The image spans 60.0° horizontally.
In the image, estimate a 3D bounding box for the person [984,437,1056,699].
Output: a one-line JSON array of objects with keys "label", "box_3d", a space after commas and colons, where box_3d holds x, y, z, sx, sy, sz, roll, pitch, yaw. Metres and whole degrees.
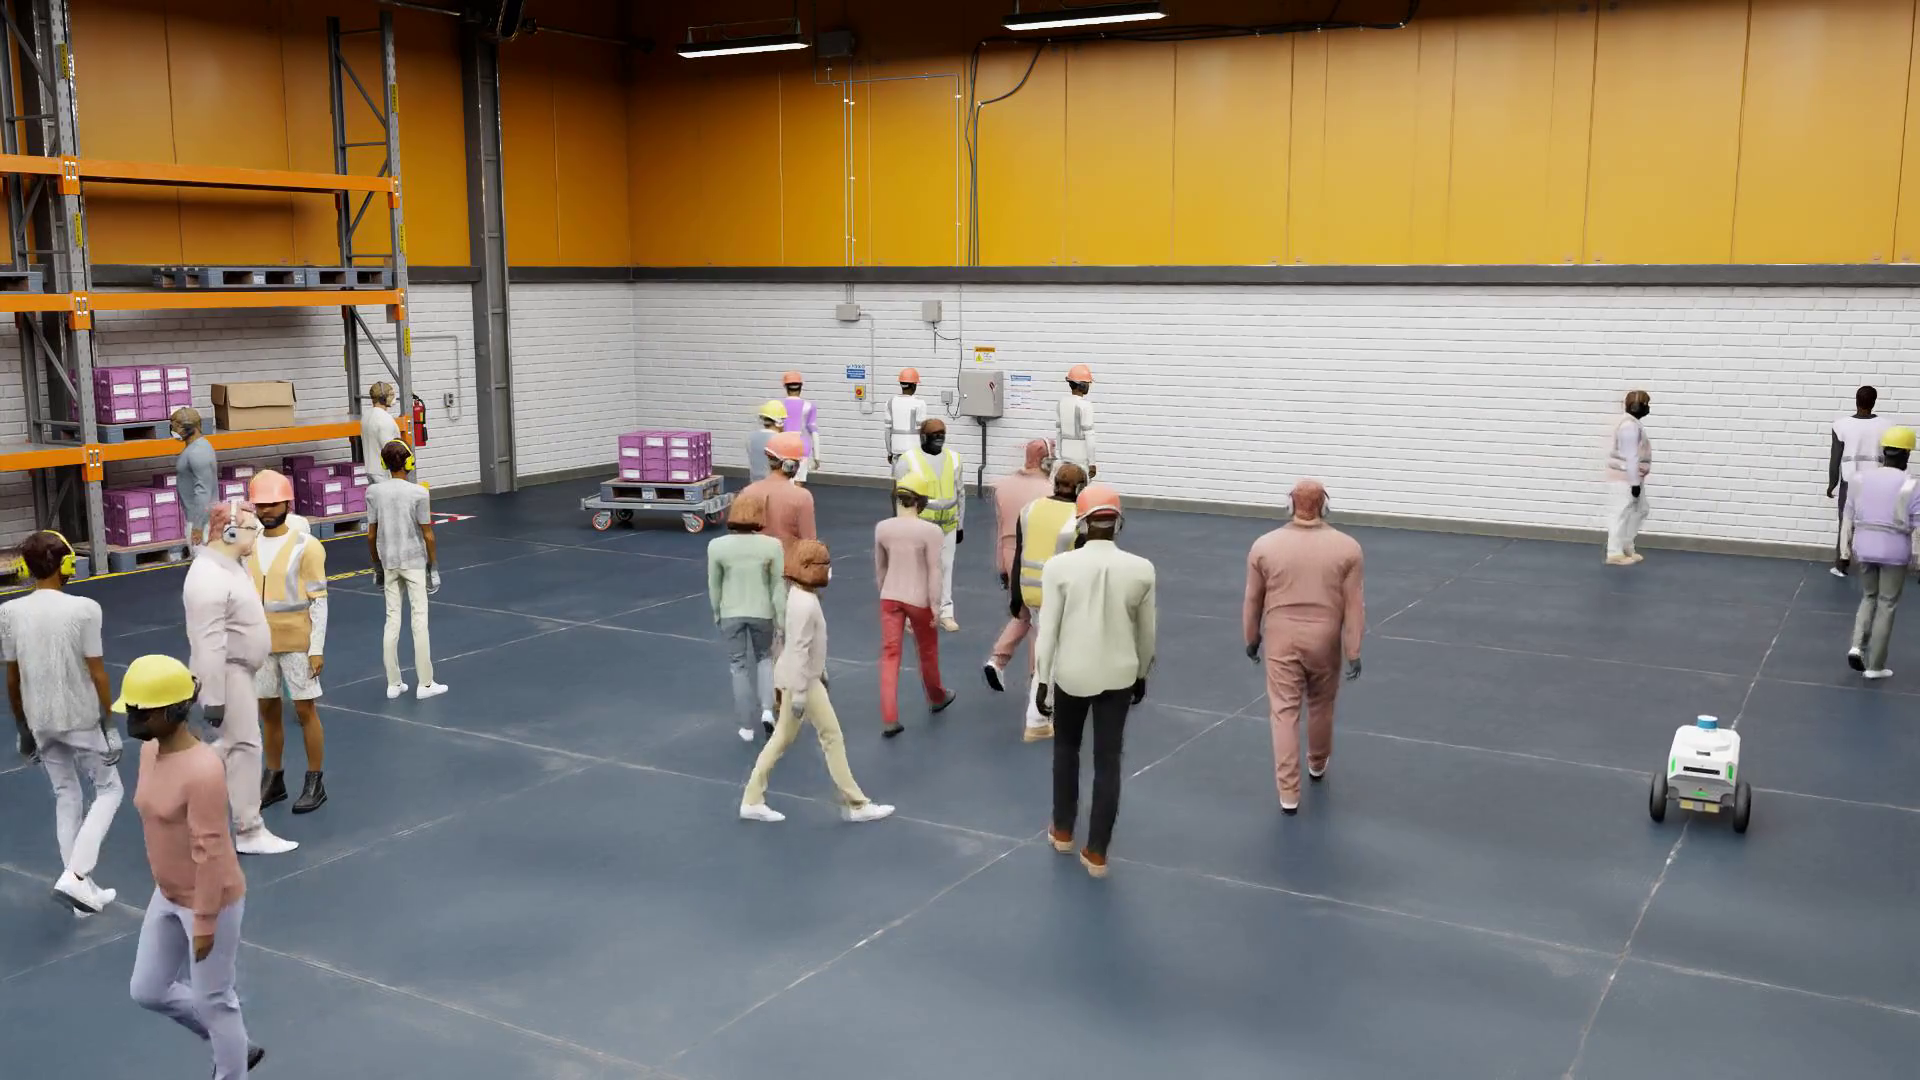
[{"label": "person", "box_3d": [0.492, 0.215, 11.762, 0.502, 1.887, 0.634, -7, 12, -39]}]

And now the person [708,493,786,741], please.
[{"label": "person", "box_3d": [-1.385, 0.501, 10.825, 0.495, 1.616, 0.356, -2, 9, -9]}]

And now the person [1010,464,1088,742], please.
[{"label": "person", "box_3d": [0.687, 0.399, 10.880, 0.773, 1.799, 0.650, -9, 13, -44]}]

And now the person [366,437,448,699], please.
[{"label": "person", "box_3d": [-3.955, 0.203, 11.871, 0.513, 1.877, 0.328, 1, 9, 8]}]

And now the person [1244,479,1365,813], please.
[{"label": "person", "box_3d": [1.978, 0.570, 9.605, 0.678, 1.856, 0.965, 2, 9, 12]}]

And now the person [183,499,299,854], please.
[{"label": "person", "box_3d": [-3.864, 0.725, 8.606, 0.660, 1.884, 0.659, -3, 9, -16]}]

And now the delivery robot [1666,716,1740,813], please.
[{"label": "delivery robot", "box_3d": [4.164, 1.226, 9.299, 0.477, 0.478, 0.707, 5, 10, 26]}]

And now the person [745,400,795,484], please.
[{"label": "person", "box_3d": [-1.806, -0.450, 16.138, 0.594, 1.818, 0.414, 7, 11, 35]}]

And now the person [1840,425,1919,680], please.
[{"label": "person", "box_3d": [6.910, 0.101, 12.402, 0.421, 1.909, 0.612, -6, 11, -33]}]

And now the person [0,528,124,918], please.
[{"label": "person", "box_3d": [-4.183, 0.874, 7.765, 0.547, 1.847, 0.444, 0, 9, 0]}]

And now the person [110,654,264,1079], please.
[{"label": "person", "box_3d": [-2.677, 1.245, 5.750, 0.542, 1.753, 0.393, 7, 12, 38]}]

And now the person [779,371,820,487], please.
[{"label": "person", "box_3d": [-1.923, -1.015, 19.390, 0.593, 1.891, 0.773, 1, 9, 4]}]

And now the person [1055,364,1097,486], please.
[{"label": "person", "box_3d": [1.298, -0.901, 18.239, 0.373, 2.044, 0.606, -6, 11, -34]}]

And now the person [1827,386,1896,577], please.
[{"label": "person", "box_3d": [8.984, -0.575, 16.597, 0.587, 1.918, 0.390, 3, 10, 19]}]

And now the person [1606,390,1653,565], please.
[{"label": "person", "box_3d": [6.999, -0.638, 17.261, 0.532, 1.827, 0.660, 3, 10, 18]}]

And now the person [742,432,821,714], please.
[{"label": "person", "box_3d": [-1.233, 0.250, 11.299, 0.620, 1.969, 0.529, 5, 10, 29]}]

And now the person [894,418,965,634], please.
[{"label": "person", "box_3d": [-0.242, -0.117, 14.018, 0.626, 1.835, 0.431, -4, 10, -26]}]

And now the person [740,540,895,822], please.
[{"label": "person", "box_3d": [-0.834, 0.783, 9.138, 0.855, 1.592, 0.519, -1, 9, -9]}]

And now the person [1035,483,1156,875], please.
[{"label": "person", "box_3d": [0.685, 0.684, 8.592, 0.650, 1.956, 0.792, -1, 9, -6]}]

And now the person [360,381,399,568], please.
[{"label": "person", "box_3d": [-5.897, -0.656, 17.031, 0.371, 1.941, 0.627, -8, 12, -40]}]

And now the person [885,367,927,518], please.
[{"label": "person", "box_3d": [-0.605, -1.057, 19.543, 0.551, 1.935, 0.371, 4, 10, 26]}]

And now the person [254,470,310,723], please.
[{"label": "person", "box_3d": [-4.682, 0.367, 11.318, 0.540, 1.724, 0.908, -7, 11, -36]}]

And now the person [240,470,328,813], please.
[{"label": "person", "box_3d": [-3.827, 0.571, 9.363, 0.547, 1.942, 0.344, 2, 9, 11]}]

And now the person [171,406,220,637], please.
[{"label": "person", "box_3d": [-6.365, -0.152, 13.904, 0.372, 1.934, 0.627, -4, 10, -26]}]

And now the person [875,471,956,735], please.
[{"label": "person", "box_3d": [-0.310, 0.398, 11.120, 0.542, 1.710, 0.901, 4, 10, 24]}]
